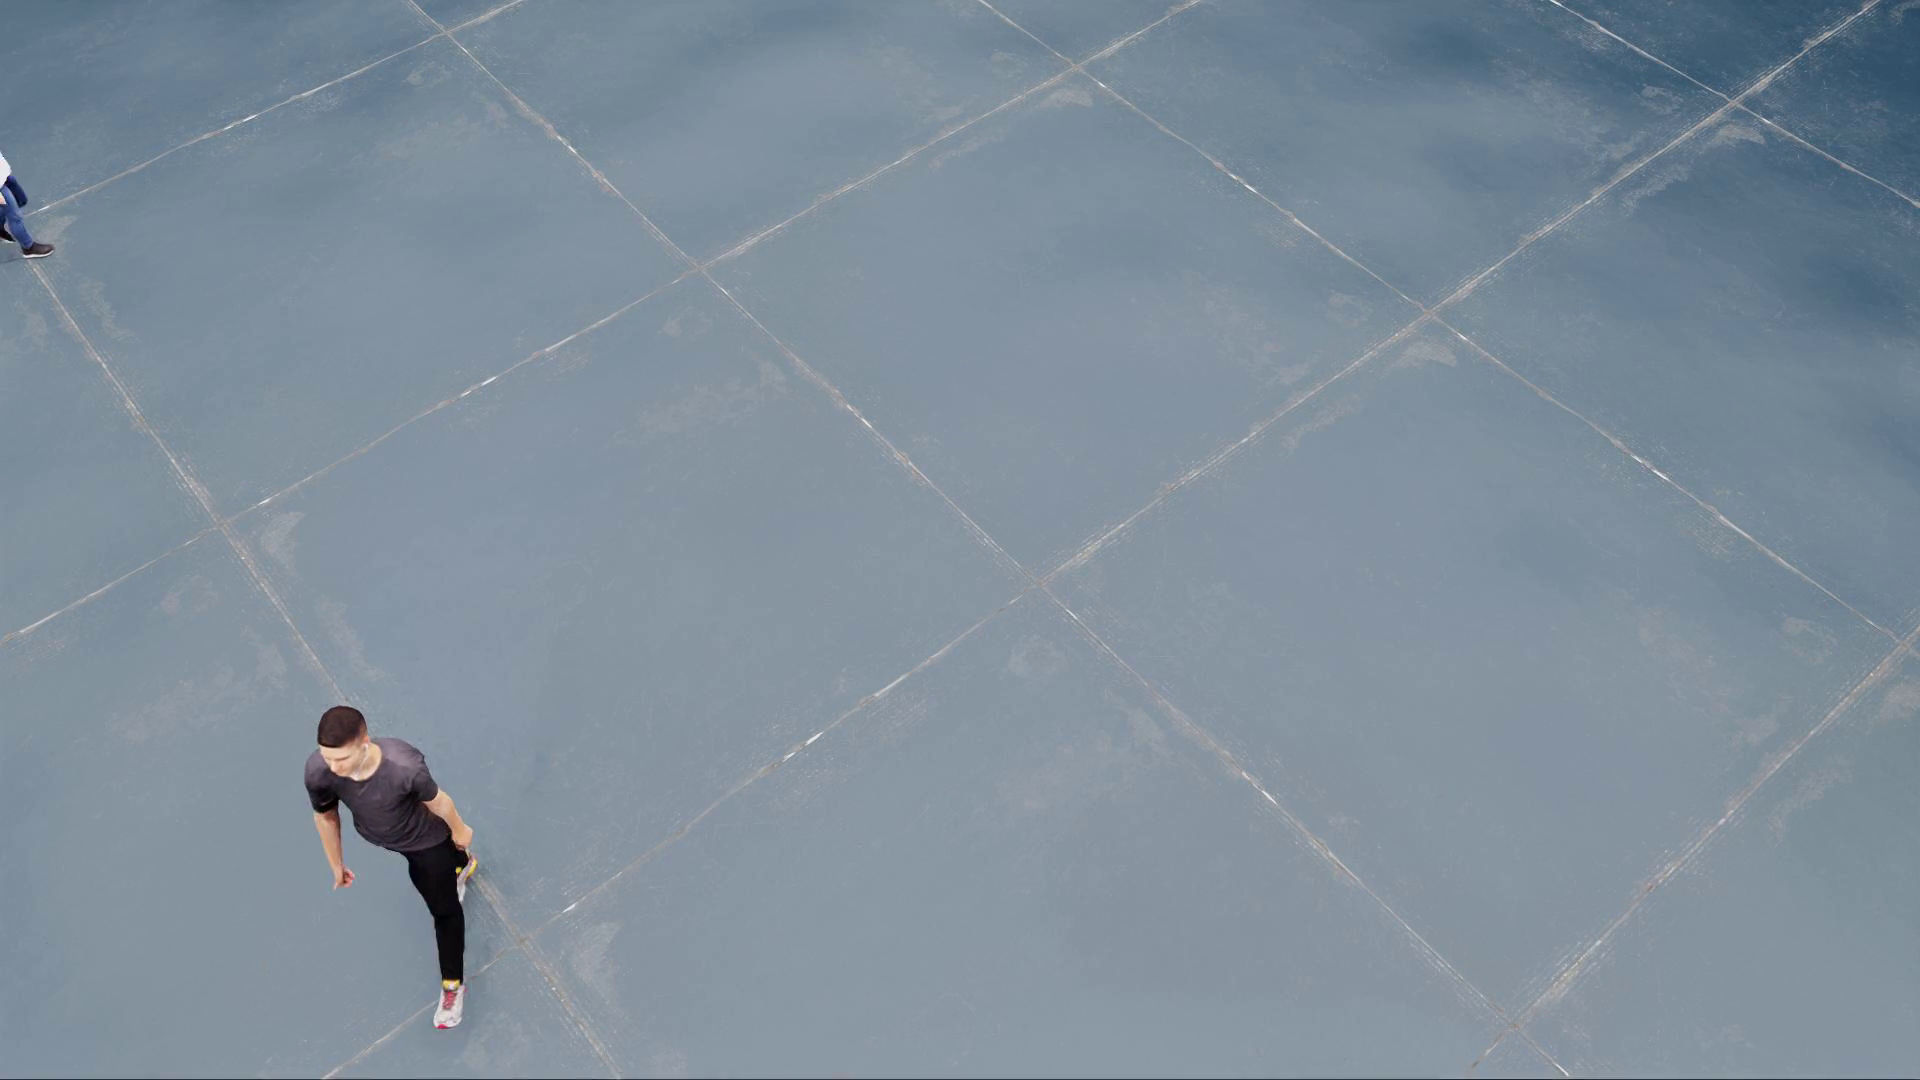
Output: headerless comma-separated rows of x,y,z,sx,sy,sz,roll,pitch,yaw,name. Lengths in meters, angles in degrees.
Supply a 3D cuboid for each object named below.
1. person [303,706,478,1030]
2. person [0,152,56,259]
-2.176,1.077,6.619,1.087,1.722,1.149,4,52,3,person
-5.544,-2.051,9.433,0.651,1.102,0.568,-10,53,-8,person
